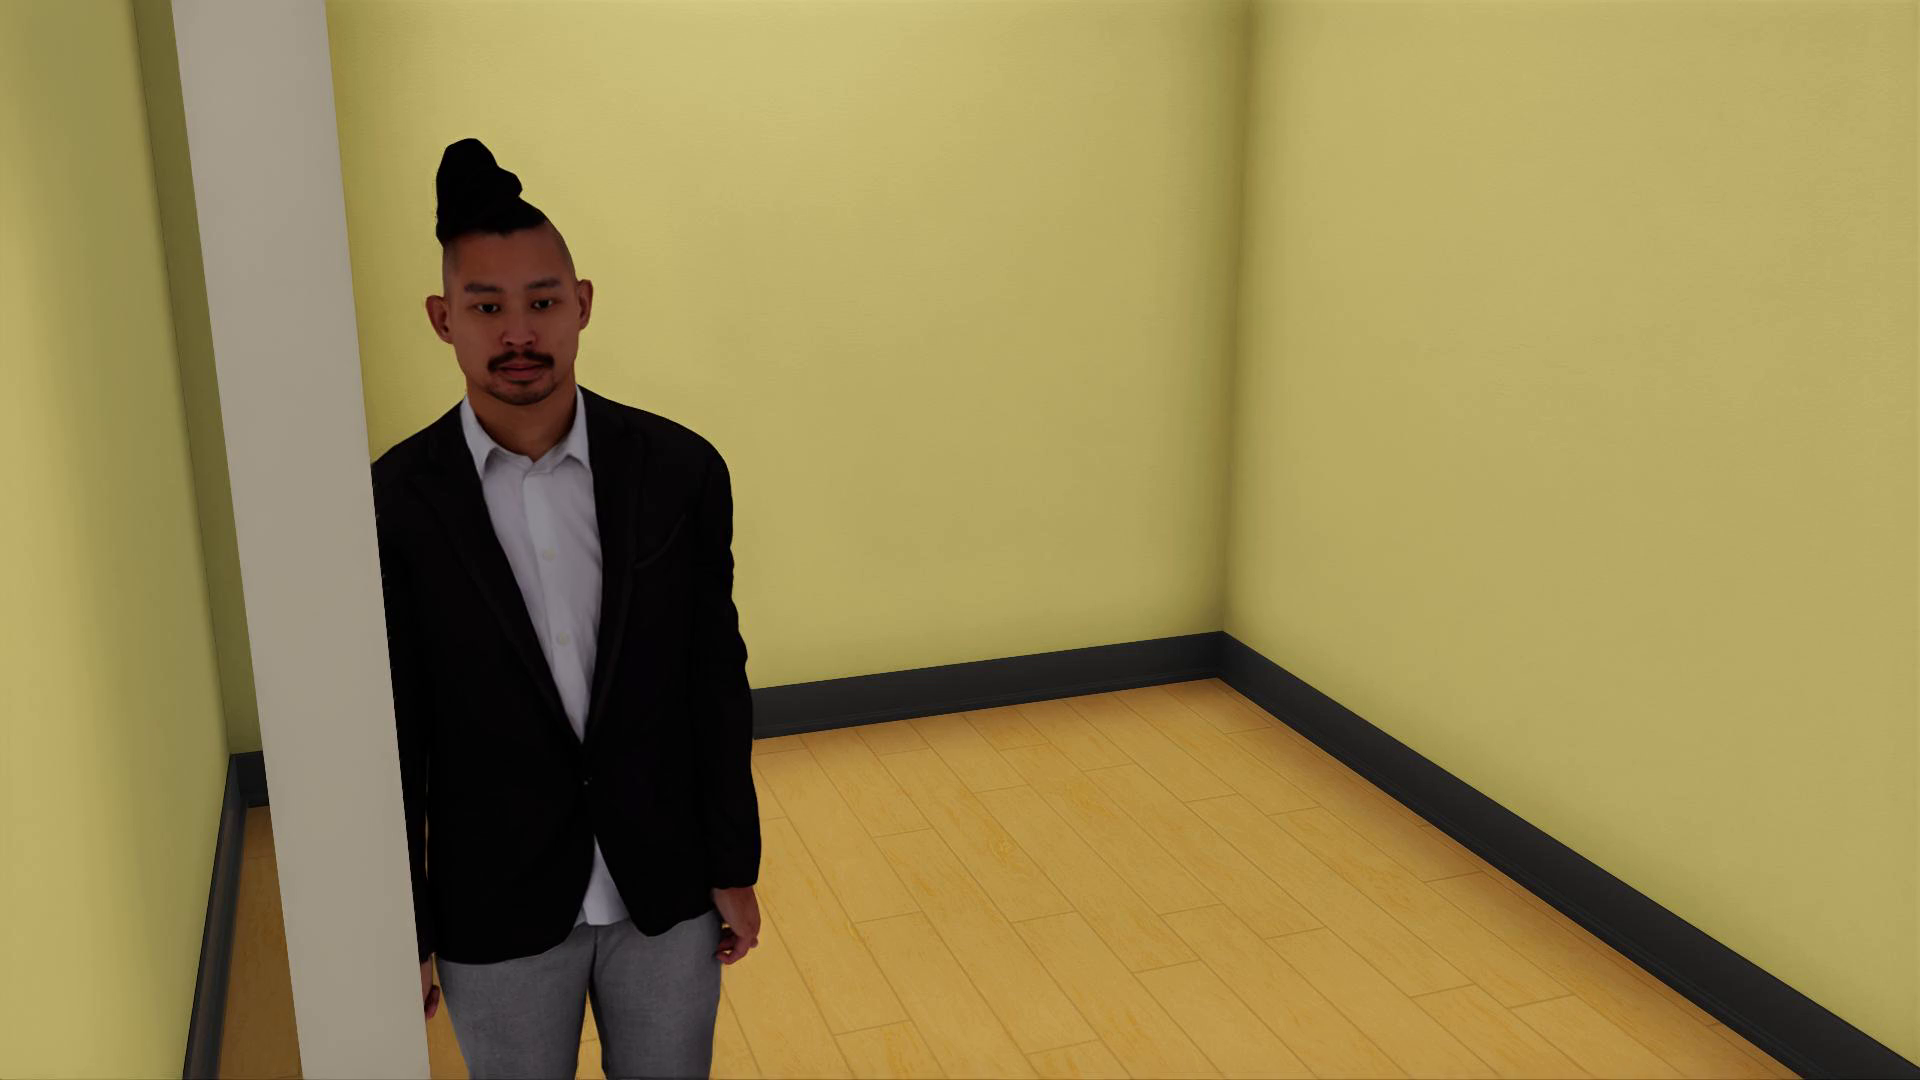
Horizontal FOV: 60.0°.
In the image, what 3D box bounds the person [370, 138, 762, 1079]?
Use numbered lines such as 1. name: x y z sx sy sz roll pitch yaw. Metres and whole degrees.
1. person: -0.552 0.433 2.344 0.530 1.951 0.772 -6 17 -22
